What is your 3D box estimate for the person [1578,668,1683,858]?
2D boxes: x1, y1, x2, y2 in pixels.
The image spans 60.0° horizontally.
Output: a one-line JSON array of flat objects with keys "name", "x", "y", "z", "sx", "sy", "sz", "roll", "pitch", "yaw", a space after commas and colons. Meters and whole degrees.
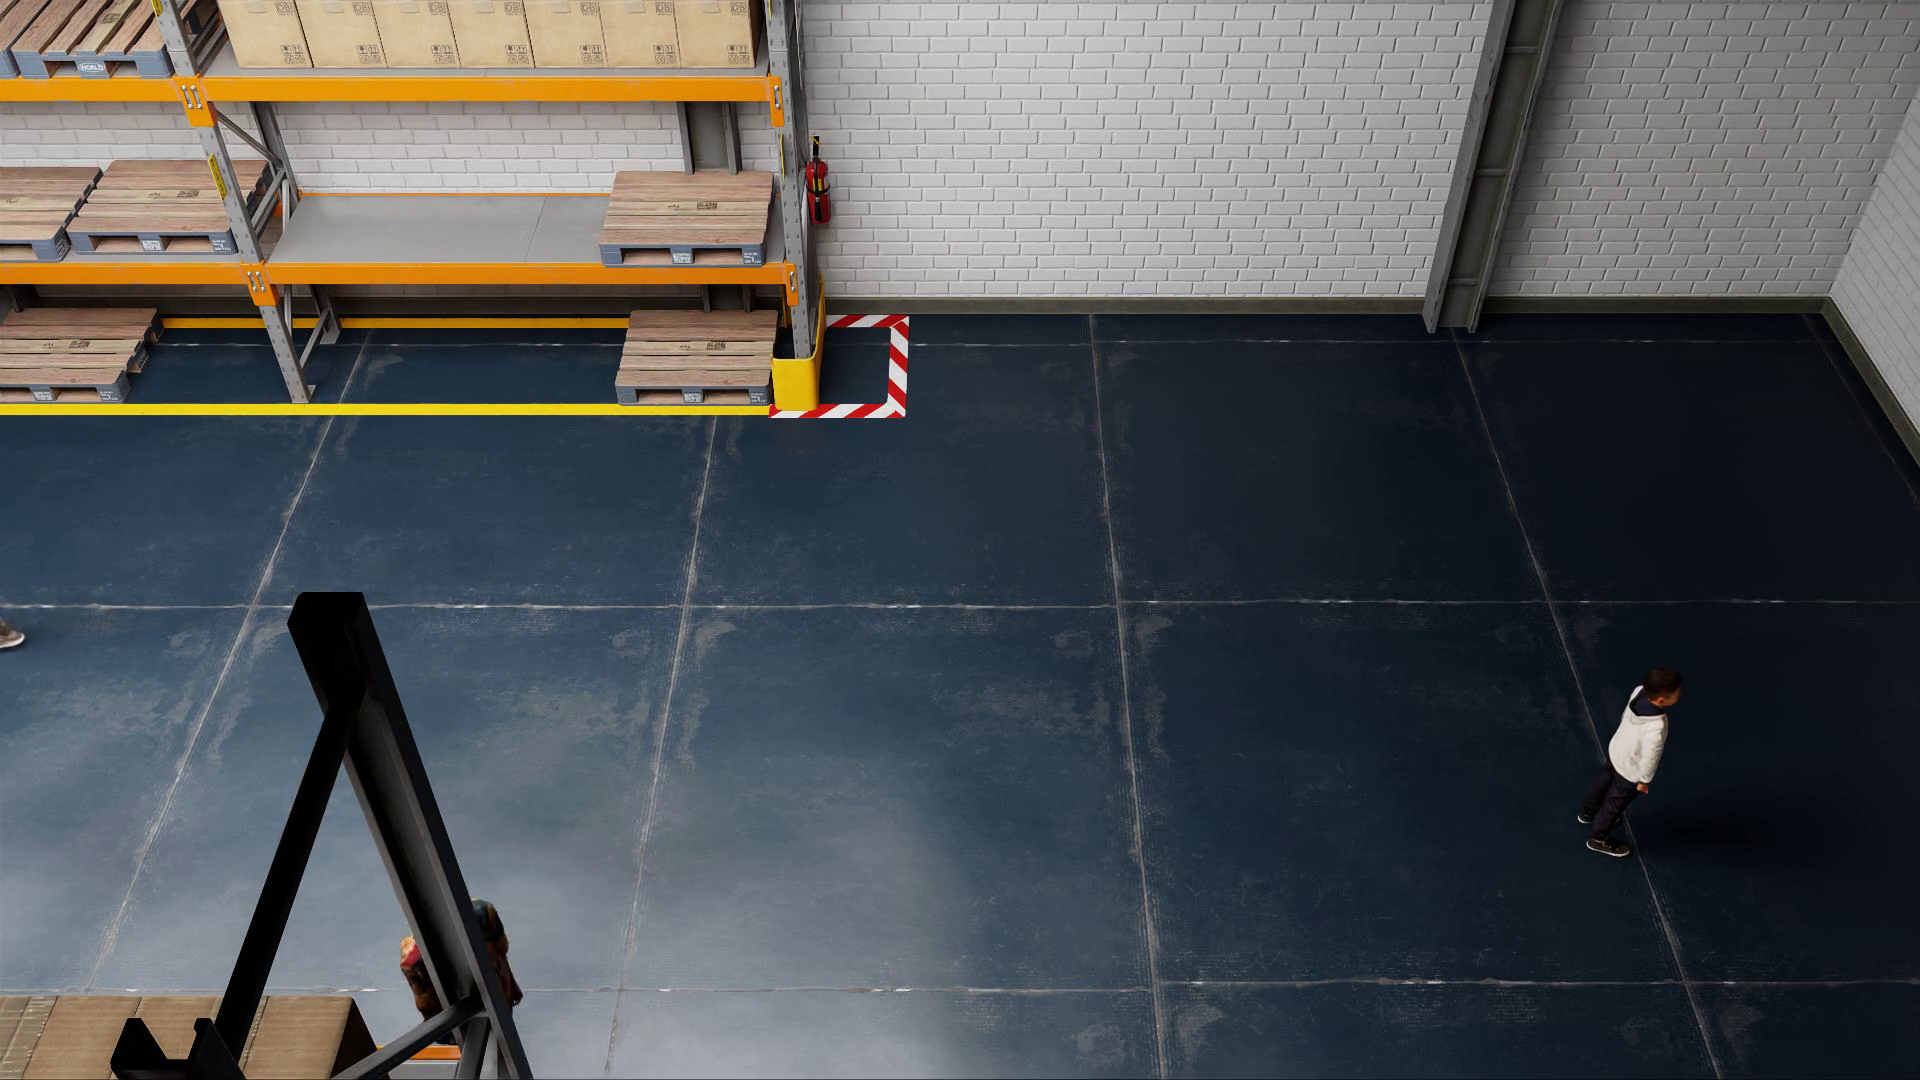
[{"name": "person", "x": 3.879, "y": 1.254, "z": 9.629, "sx": 0.511, "sy": 1.454, "sz": 0.585, "roll": 2, "pitch": 44, "yaw": 2}]

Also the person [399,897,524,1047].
[{"name": "person", "x": -2.485, "y": 2.251, "z": 8.337, "sx": 1.084, "sy": 1.791, "sz": 1.025, "roll": 34, "pitch": 53, "yaw": 31}]
